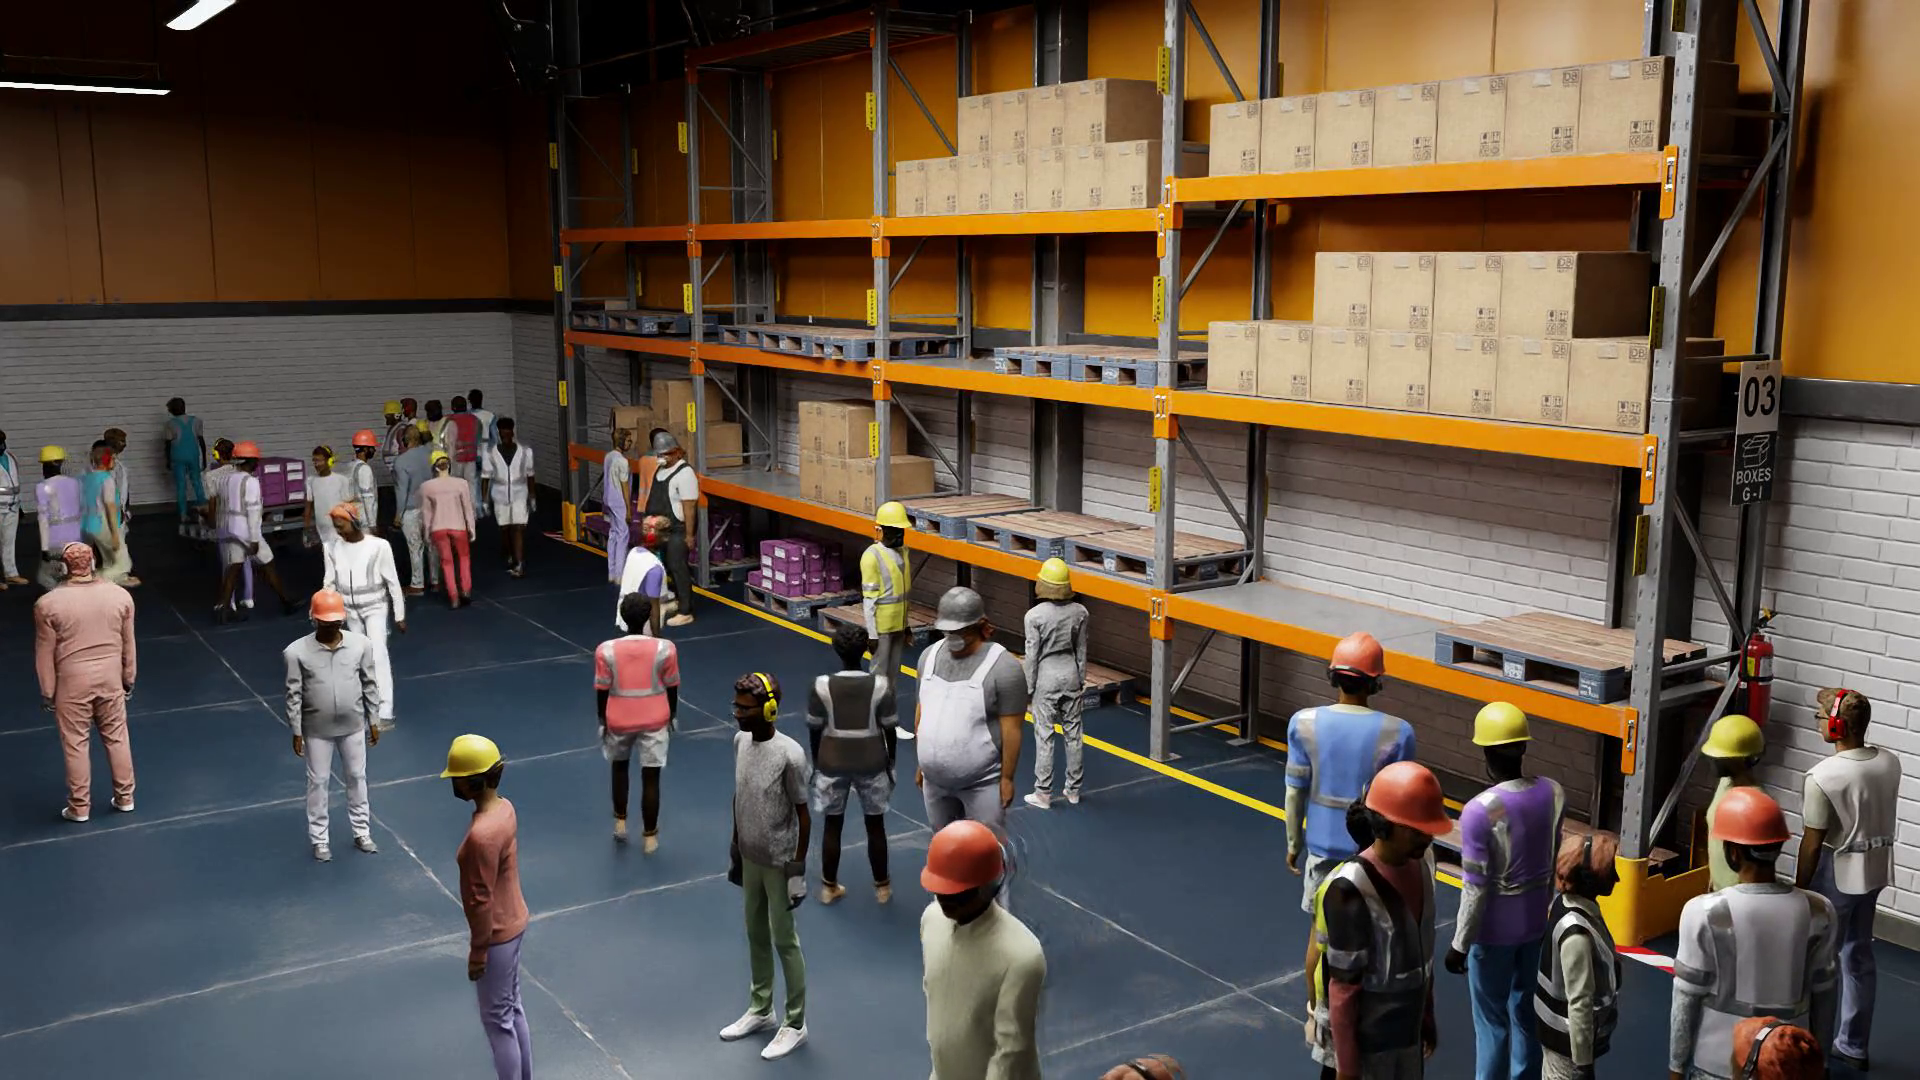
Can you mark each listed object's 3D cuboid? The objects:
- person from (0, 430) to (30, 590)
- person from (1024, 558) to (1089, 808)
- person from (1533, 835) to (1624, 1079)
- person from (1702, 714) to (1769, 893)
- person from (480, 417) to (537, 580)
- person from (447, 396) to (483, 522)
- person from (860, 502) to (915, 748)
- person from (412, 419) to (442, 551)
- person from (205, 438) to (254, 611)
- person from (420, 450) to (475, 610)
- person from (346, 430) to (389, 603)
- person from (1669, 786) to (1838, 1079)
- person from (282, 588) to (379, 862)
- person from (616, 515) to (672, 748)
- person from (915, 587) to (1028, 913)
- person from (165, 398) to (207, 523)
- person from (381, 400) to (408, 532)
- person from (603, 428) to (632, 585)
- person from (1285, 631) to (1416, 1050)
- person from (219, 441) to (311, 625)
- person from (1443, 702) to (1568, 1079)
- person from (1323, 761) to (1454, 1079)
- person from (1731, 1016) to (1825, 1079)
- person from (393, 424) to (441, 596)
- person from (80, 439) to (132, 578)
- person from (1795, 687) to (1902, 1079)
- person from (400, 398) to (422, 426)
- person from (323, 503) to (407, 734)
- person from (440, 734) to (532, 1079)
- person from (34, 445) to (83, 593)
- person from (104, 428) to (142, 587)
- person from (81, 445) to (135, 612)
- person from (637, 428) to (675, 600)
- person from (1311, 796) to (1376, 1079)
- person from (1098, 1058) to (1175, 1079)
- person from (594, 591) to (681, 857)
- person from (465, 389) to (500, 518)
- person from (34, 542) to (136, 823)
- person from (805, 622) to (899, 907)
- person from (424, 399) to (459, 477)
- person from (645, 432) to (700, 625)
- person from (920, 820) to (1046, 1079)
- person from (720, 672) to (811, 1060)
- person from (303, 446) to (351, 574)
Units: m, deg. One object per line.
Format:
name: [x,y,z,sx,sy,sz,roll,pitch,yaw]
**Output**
person: [-11.020,-0.359,19.111,0.430,1.845,0.624,2,10,13]
person: [0.653,0.984,11.510,0.487,1.746,0.288,-4,11,-25]
person: [2.347,1.915,6.355,0.307,1.641,0.514,3,10,16]
person: [3.534,1.642,7.636,0.352,1.756,0.567,2,10,12]
person: [-5.369,-0.505,19.766,0.625,1.909,1.025,-2,10,-12]
person: [-7.120,-1.143,23.755,0.635,1.832,0.429,-9,13,-44]
person: [-0.538,0.651,12.928,0.384,1.924,0.593,5,11,27]
person: [-6.893,-0.734,21.631,0.500,1.724,0.619,1,10,7]
person: [-7.860,-0.165,17.888,0.328,1.872,0.513,7,12,34]
person: [-5.519,-0.111,17.967,0.551,1.734,0.388,-2,10,-9]
person: [-6.480,-0.242,18.174,0.387,1.929,0.543,-7,12,-36]
person: [2.816,1.835,5.988,0.551,1.928,0.393,0,10,2]
person: [-3.947,1.156,10.503,0.566,1.744,0.350,-6,11,-32]
person: [-2.437,0.707,12.891,0.420,1.825,0.611,-5,11,-25]
person: [0.007,1.236,9.164,0.684,2.000,0.535,6,12,33]
person: [-11.157,-1.158,23.975,0.572,1.790,0.702,-8,13,-40]
person: [-7.810,-1.031,23.116,0.403,1.825,0.596,-5,11,-29]
person: [-3.947,-0.389,19.314,0.349,1.836,0.517,-7,12,-36]
person: [1.856,1.444,7.935,0.608,2.045,0.392,5,11,25]
person: [-7.365,-0.087,17.389,0.563,1.880,0.983,7,12,36]
person: [2.319,1.641,7.146,0.584,1.919,0.381,-6,11,-32]
person: [1.564,1.774,6.043,0.613,2.033,0.411,-9,14,-44]
person: [2.081,2.145,4.312,0.576,1.880,0.351,-4,10,-21]
person: [-6.112,-0.338,18.719,0.371,1.935,0.627,5,11,28]
person: [-9.901,-0.322,19.310,0.533,1.699,0.318,-8,12,-38]
person: [4.074,1.593,7.678,0.559,1.836,0.394,-5,11,-25]
person: [-7.600,-1.070,23.276,0.373,1.840,0.569,-2,10,-13]
person: [-4.815,0.605,13.464,0.631,1.845,0.692,2,10,9]
person: [-2.061,1.705,7.261,0.341,1.755,0.530,-1,10,-7]
person: [-9.139,-0.010,16.871,0.415,1.904,0.602,3,10,15]
person: [-9.722,-0.372,19.192,0.345,1.840,0.504,-6,11,-30]
person: [-9.008,-0.078,17.507,0.608,1.820,0.448,9,13,41]
person: [-3.373,-0.290,18.486,0.368,1.915,0.597,-7,12,-36]
person: [1.623,1.827,6.727,0.539,1.692,0.320,-8,13,-40]
person: [0.571,2.203,4.794,0.852,1.599,0.522,-6,11,-30]
person: [-2.056,1.158,10.672,0.539,1.679,0.603,-1,10,-6]
person: [-6.950,-1.237,24.075,0.627,1.900,0.594,1,10,5]
person: [-5.915,0.952,11.266,0.400,1.900,0.636,7,12,37]
person: [-0.629,1.315,9.701,0.546,1.695,0.322,0,10,-2]
person: [-7.282,-1.056,23.245,0.625,1.827,0.451,3,10,19]
person: [-2.984,-0.170,17.413,0.646,2.000,0.904,-6,11,-31]
person: [-0.012,1.891,5.619,0.621,1.929,1.038,9,13,42]
person: [-0.921,1.534,7.924,0.564,1.866,0.306,9,13,43]
person: [-6.715,-0.119,17.765,0.545,1.827,0.973,2,10,11]
